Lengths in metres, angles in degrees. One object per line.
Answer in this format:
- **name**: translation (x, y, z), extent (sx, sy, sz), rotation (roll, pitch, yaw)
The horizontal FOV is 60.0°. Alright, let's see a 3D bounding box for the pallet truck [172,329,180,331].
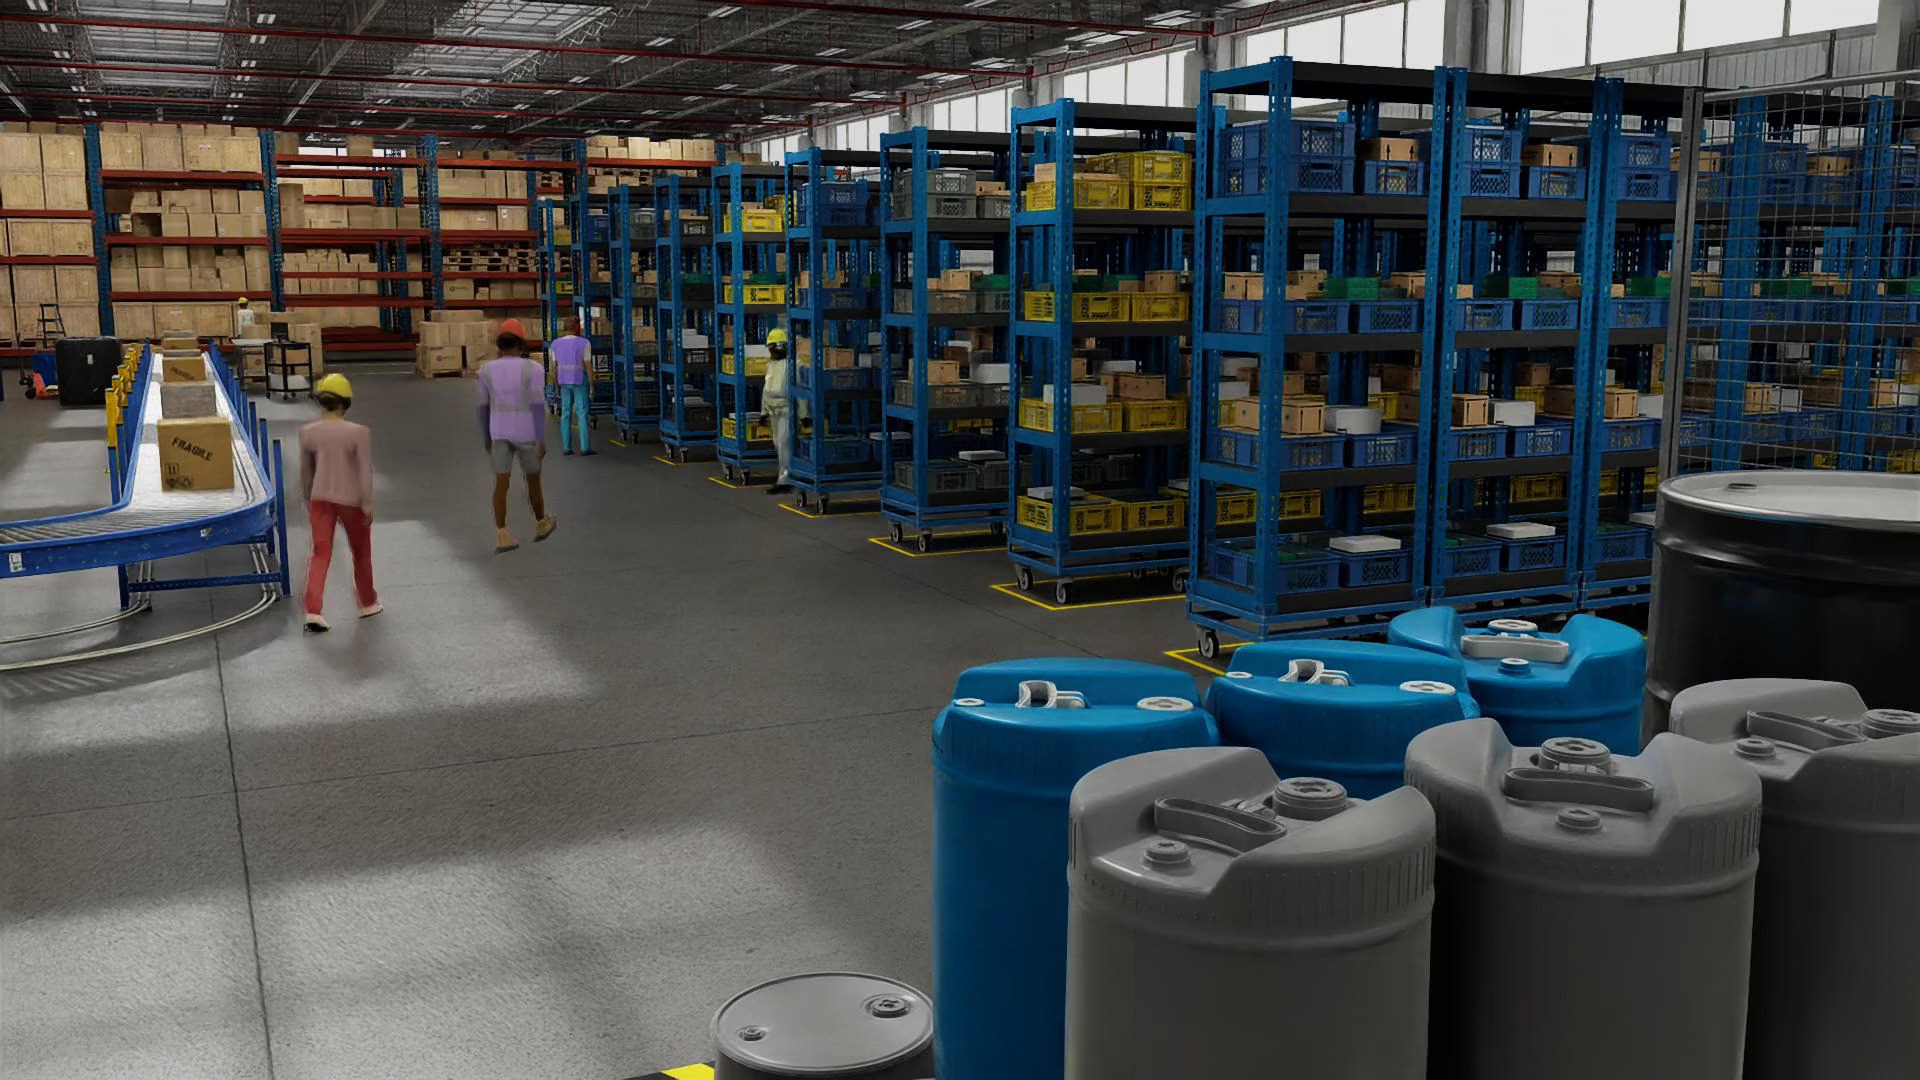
- **pallet truck**: translation (-17.275, -3.851, 35.096), extent (1.601, 1.201, 0.680), rotation (0, 9, 1)

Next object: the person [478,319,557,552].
- **person**: translation (-3.891, -0.930, 14.598), extent (0.632, 1.989, 1.028), rotation (1, 9, 5)

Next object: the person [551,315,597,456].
- **person**: translation (-5.071, -2.019, 21.810), extent (0.562, 1.847, 0.390), rotation (2, 9, 12)

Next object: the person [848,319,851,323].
- **person**: translation (-3.471, -6.413, 48.654), extent (0.628, 1.981, 0.647), rotation (6, 11, 33)

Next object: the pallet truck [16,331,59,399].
- **pallet truck**: translation (-17.082, -3.353, 31.781), extent (1.630, 1.274, 0.653), rotation (-4, 10, -25)

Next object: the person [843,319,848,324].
- **person**: translation (-3.378, -5.876, 46.488), extent (0.528, 1.594, 0.844), rotation (3, 10, 17)

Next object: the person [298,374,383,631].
- **person**: translation (-4.243, -0.263, 11.294), extent (0.534, 1.724, 0.890), rotation (0, 9, 3)

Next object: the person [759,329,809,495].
- **person**: translation (-1.961, -1.405, 18.245), extent (0.661, 1.781, 0.625), rotation (-9, 13, -43)

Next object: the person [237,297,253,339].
- **person**: translation (-18.290, -5.321, 42.554), extent (0.317, 1.766, 0.535), rotation (3, 10, 16)
